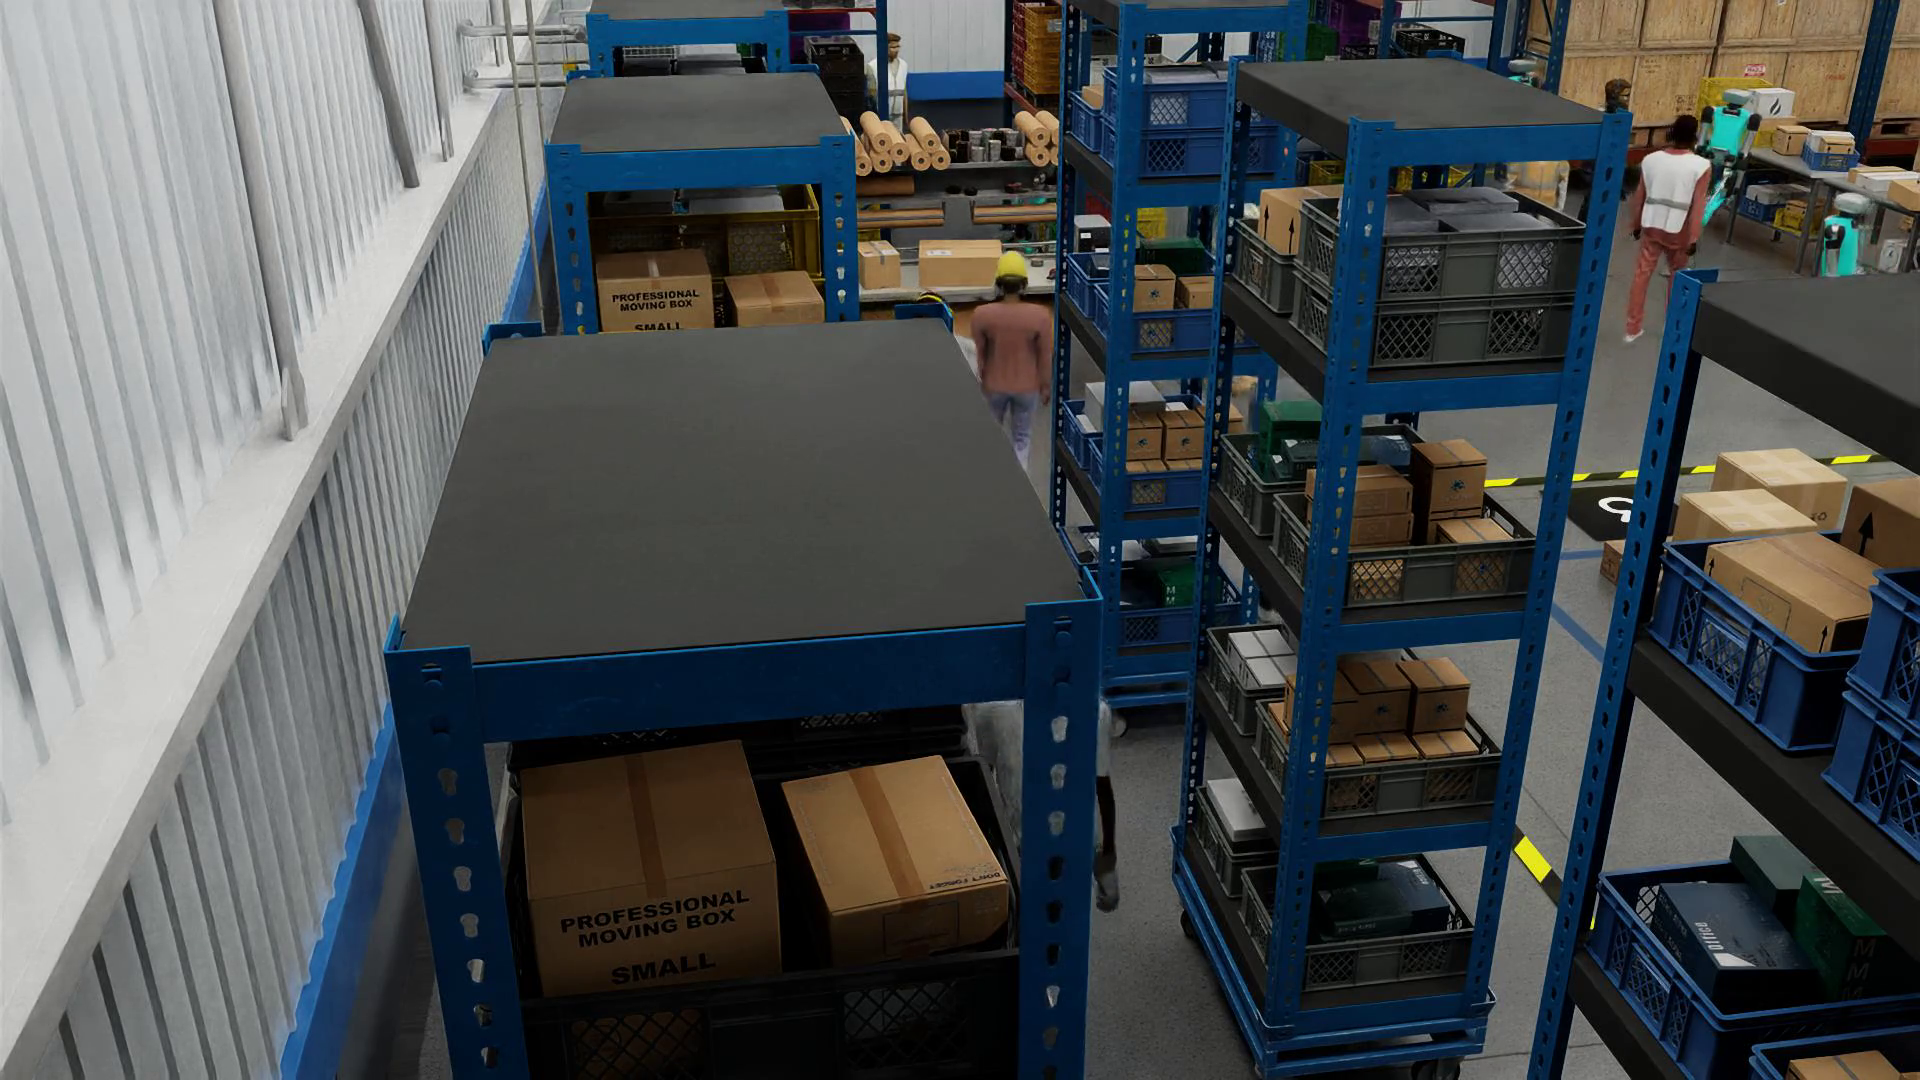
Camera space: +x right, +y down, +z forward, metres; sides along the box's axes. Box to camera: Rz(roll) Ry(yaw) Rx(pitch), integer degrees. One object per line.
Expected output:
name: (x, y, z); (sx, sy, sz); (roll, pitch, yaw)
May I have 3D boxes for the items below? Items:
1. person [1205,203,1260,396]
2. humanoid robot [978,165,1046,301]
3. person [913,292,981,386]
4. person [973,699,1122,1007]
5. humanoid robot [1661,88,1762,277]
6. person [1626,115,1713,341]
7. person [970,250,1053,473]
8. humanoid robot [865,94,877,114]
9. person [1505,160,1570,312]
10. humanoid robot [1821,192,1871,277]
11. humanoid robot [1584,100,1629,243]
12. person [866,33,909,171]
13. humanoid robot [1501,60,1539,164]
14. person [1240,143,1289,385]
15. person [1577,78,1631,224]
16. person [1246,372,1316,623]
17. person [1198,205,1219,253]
person: (2.159, -1.964, 12.708); (0.441, 1.822, 0.668); (4, 25, 9)
humanoid robot: (0.383, -2.444, 13.899); (1.048, 1.745, 0.538); (9, 26, 18)
person: (-0.068, -0.537, 9.579); (0.553, 1.841, 0.598); (-13, 28, -26)
person: (0.308, 1.156, 5.912); (0.531, 1.830, 0.911); (0, 25, 0)
humanoid robot: (7.103, -3.332, 15.796); (0.612, 1.786, 0.838); (15, 28, 29)
person: (6.054, -2.672, 14.187); (0.609, 1.879, 0.938); (20, 31, 36)
person: (0.331, -0.991, 10.680); (0.525, 1.756, 0.370); (3, 25, 7)
humanoid robot: (-0.965, -4.092, 17.509); (0.562, 1.640, 0.596); (17, 30, 33)
person: (5.114, -3.001, 14.849); (0.546, 1.918, 0.640); (1, 25, 1)
humanoid robot: (6.501, -1.612, 12.034); (1.013, 1.727, 0.534); (18, 30, 34)
humanoid robot: (6.210, -3.372, 15.937); (0.598, 1.656, 0.369); (-22, 33, -40)
person: (-0.825, -4.813, 18.890); (0.566, 1.836, 0.384); (-20, 31, -36)
humanoid robot: (6.041, -4.116, 17.512); (0.531, 1.746, 0.970); (-14, 28, -28)
person: (2.309, -2.210, 12.995); (0.406, 2.037, 0.607); (7, 26, 15)
person: (6.200, -3.540, 16.121); (0.339, 1.838, 0.508); (5, 25, 10)
person: (1.838, -0.297, 9.085); (0.590, 1.828, 0.728); (-4, 25, -8)
person: (2.405, -3.395, 15.925); (0.499, 1.725, 0.424); (-4, 25, -9)
